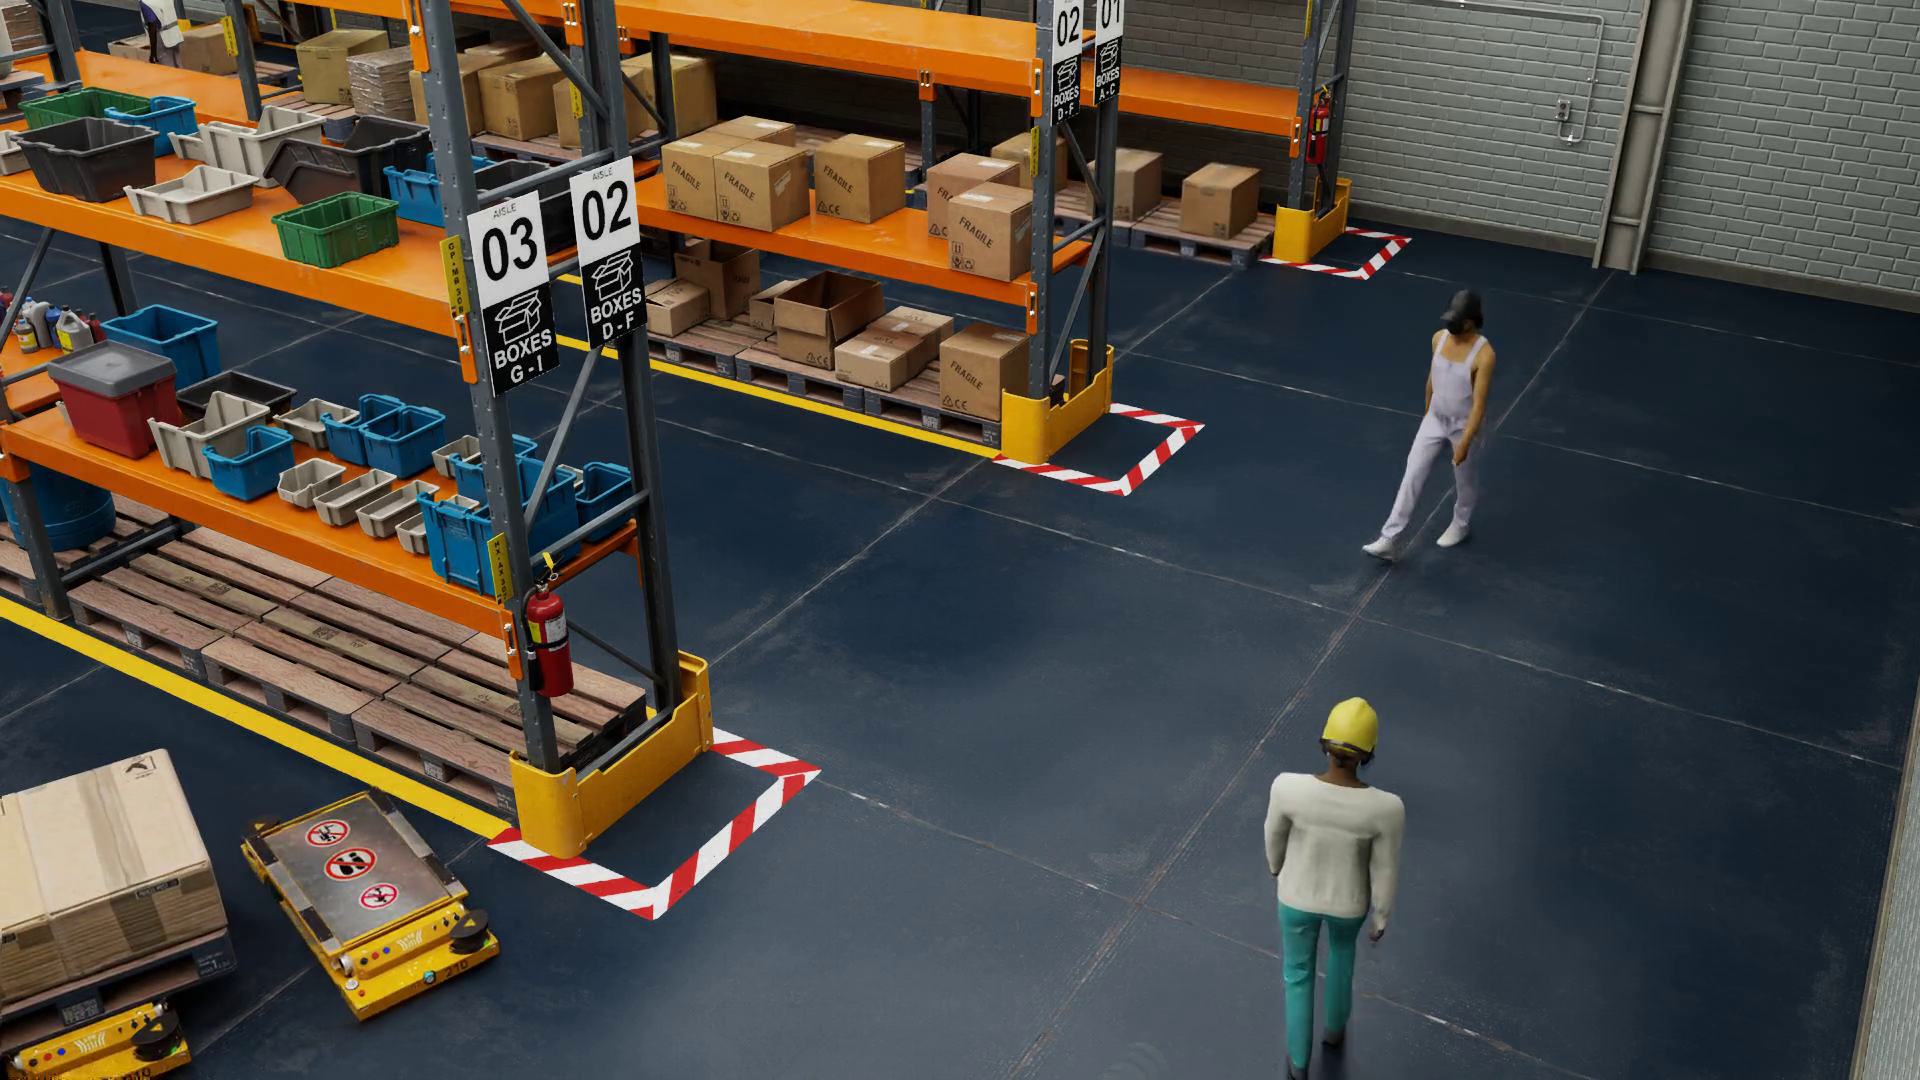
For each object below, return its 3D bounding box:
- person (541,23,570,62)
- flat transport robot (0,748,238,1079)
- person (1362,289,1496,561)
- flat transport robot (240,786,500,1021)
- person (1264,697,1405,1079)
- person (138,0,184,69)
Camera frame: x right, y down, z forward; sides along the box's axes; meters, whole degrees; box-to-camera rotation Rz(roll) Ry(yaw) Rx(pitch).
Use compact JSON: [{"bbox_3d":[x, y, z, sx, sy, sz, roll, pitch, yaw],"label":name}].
[{"bbox_3d":[-4.125,-4.463,17.173,0.320,1.695,0.536,-23,36,-35],"label":"person"},{"bbox_3d":[-3.852,1.897,7.230,0.659,0.231,1.431,-18,34,-29],"label":"flat transport robot"},{"bbox_3d":[2.984,-0.686,10.282,0.976,1.804,0.517,-24,37,-36],"label":"person"},{"bbox_3d":[-2.768,1.624,7.719,0.659,0.231,1.431,-22,36,-34],"label":"flat transport robot"},{"bbox_3d":[1.454,1.382,6.643,0.521,1.745,0.548,5,30,9],"label":"person"},{"bbox_3d":[-9.222,-5.737,19.304,0.389,1.849,0.563,2,29,4],"label":"person"}]
